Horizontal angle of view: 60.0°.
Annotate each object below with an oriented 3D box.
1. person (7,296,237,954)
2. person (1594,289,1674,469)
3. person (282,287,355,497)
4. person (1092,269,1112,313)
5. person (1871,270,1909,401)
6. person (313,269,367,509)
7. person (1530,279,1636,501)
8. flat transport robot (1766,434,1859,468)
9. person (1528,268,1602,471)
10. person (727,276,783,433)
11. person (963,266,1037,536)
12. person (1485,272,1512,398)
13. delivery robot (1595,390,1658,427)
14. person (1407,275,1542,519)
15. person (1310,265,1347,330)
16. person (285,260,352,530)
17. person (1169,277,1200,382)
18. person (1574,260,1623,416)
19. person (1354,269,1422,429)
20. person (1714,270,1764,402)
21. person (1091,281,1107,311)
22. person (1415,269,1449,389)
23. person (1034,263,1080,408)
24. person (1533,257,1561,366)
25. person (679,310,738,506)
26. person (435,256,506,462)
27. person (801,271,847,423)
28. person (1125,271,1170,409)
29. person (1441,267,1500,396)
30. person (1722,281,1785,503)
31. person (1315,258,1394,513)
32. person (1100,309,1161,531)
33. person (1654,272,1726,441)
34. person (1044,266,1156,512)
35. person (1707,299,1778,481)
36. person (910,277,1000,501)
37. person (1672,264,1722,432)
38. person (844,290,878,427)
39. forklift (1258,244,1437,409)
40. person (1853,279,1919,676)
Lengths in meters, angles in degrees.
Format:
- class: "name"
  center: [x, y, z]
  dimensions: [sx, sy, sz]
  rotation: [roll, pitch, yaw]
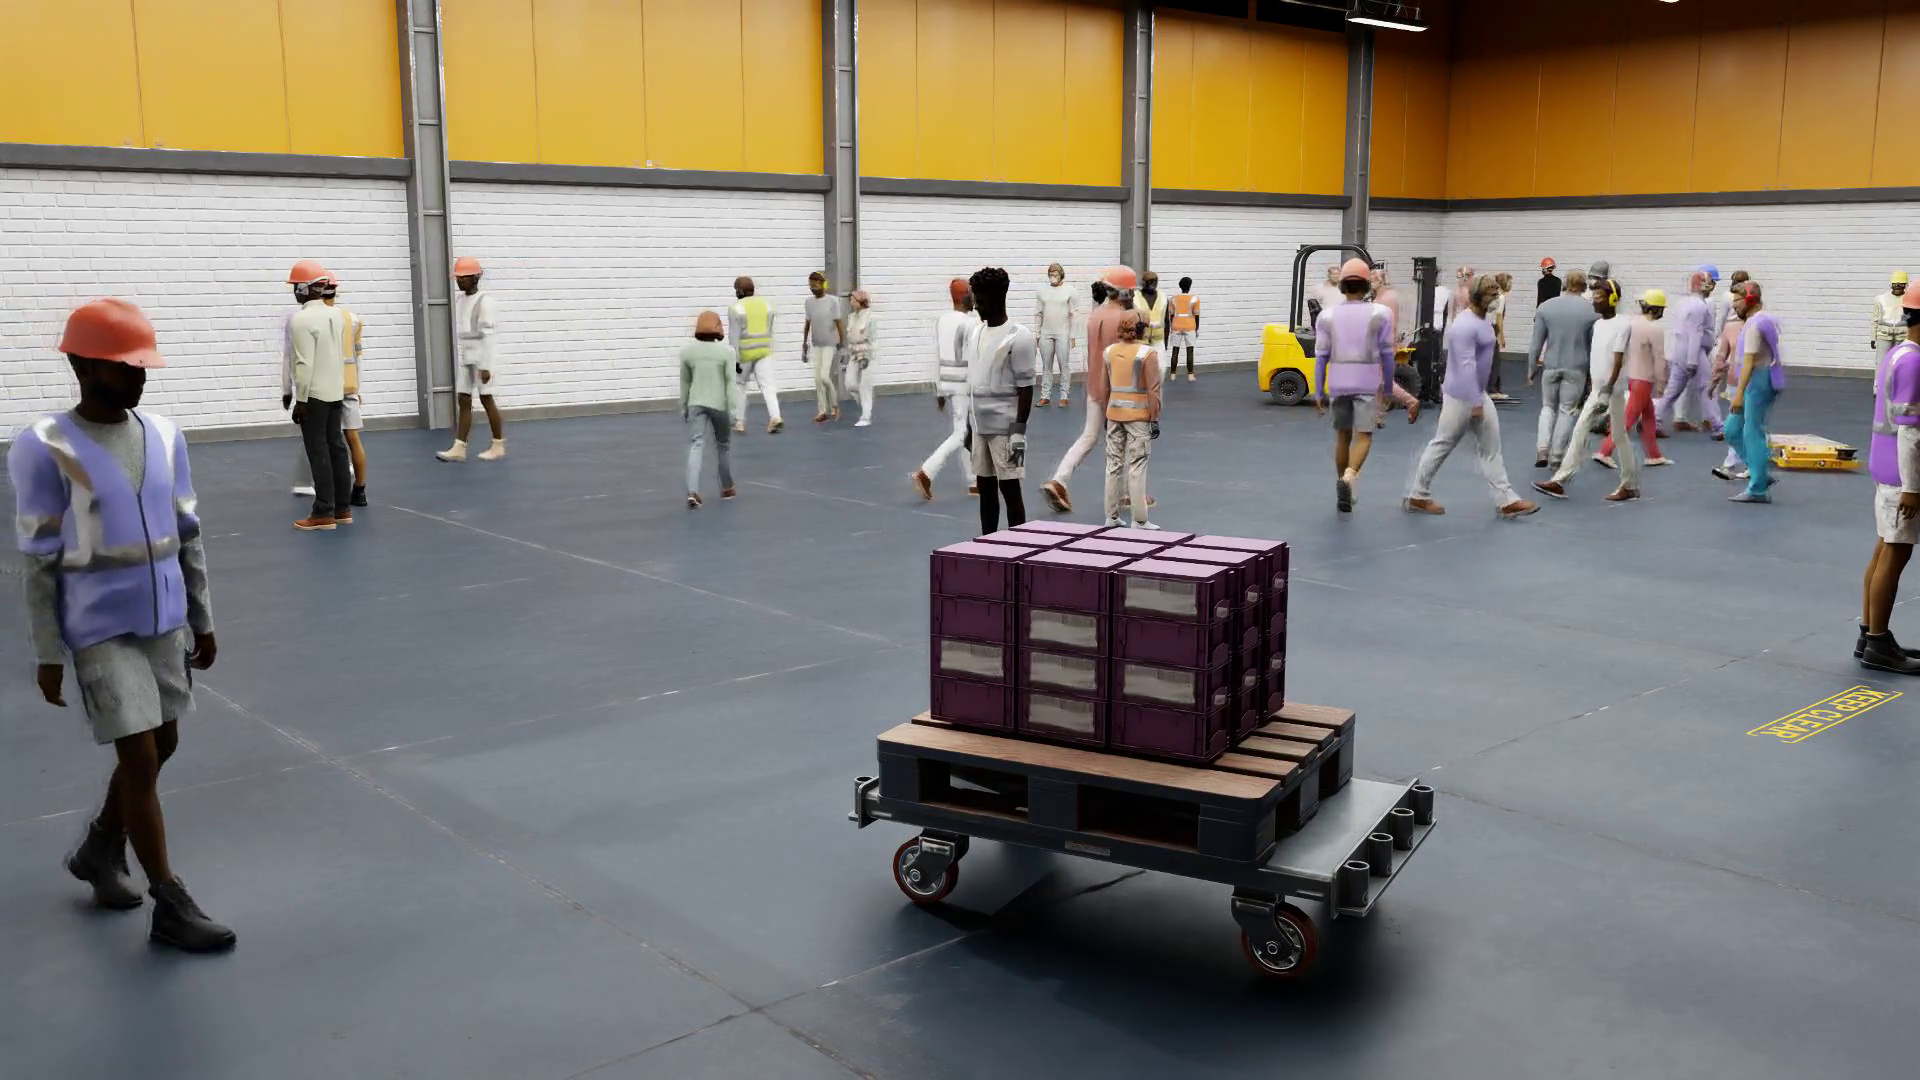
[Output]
- class: "person"
  center: [-2.493, 0.235, 4.950]
  dimensions: [0.799, 1.913, 0.556]
  rotation: [5, 11, 25]
- class: "person"
  center: [6.469, -1.531, 15.862]
  dimensions: [0.905, 1.716, 0.529]
  rotation: [-2, 10, -10]
- class: "person"
  center: [-5.443, -1.328, 14.229]
  dimensions: [0.581, 1.862, 1.030]
  rotation: [3, 10, 17]
- class: "person"
  center: [2.243, -3.259, 25.663]
  dimensions: [0.403, 1.820, 0.594]
  rotation: [-3, 10, -15]
- class: "person"
  center: [13.020, -2.837, 23.185]
  dimensions: [0.592, 1.826, 0.403]
  rotation: [6, 11, 31]
- class: "person"
  center: [-5.023, -1.198, 13.289]
  dimensions: [0.380, 1.927, 0.542]
  rotation: [6, 11, 32]
- class: "person"
  center: [5.210, -1.208, 13.650]
  dimensions: [0.932, 1.831, 0.515]
  rotation: [-3, 10, -14]
- class: "flat transport robot"
  center: [8.189, -0.884, 16.286]
  dimensions: [0.652, 0.197, 1.431]
  rotation: [1, 10, 8]
- class: "person"
  center: [5.707, -1.592, 15.659]
  dimensions: [0.643, 1.911, 0.441]
  rotation: [5, 11, 29]
- class: "person"
  center: [-2.360, -2.117, 19.059]
  dimensions: [0.630, 1.807, 0.917]
  rotation: [-7, 12, -36]
- class: "person"
  center: [0.216, -0.712, 10.347]
  dimensions: [0.381, 1.958, 0.603]
  rotation: [-7, 12, -34]
- class: "person"
  center: [7.381, -2.870, 23.441]
  dimensions: [0.721, 1.809, 0.519]
  rotation: [2, 10, 10]
- class: "delivery robot"
  center: [7.492, -1.489, 18.726]
  dimensions: [0.707, 0.478, 0.477]
  rotation: [0, 10, -2]
- class: "person"
  center: [3.947, -1.089, 12.807]
  dimensions: [1.050, 1.881, 0.643]
  rotation: [7, 12, 37]
- class: "person"
  center: [6.108, -3.604, 27.539]
  dimensions: [0.659, 1.880, 0.776]
  rotation: [-2, 10, -10]
- class: "person"
  center: [-4.776, -1.074, 12.358]
  dimensions: [0.384, 1.993, 0.622]
  rotation: [1, 10, 7]
- class: "person"
  center: [3.624, -3.400, 26.880]
  dimensions: [0.529, 1.690, 0.321]
  rotation: [4, 10, 21]
- class: "person"
  center: [8.099, -2.607, 21.205]
  dimensions: [0.885, 2.000, 0.737]
  rotation: [-5, 11, -28]
- class: "person"
  center: [5.016, -2.221, 19.423]
  dimensions: [0.663, 1.874, 0.697]
  rotation: [1, 10, 4]
- class: "person"
  center: [10.767, -2.841, 23.217]
  dimensions: [0.634, 1.812, 0.767]
  rotation: [-3, 10, -17]
- class: "person"
  center: [1.879, -2.596, 22.156]
  dimensions: [0.321, 1.693, 0.530]
  rotation: [0, 10, -2]
- class: "person"
  center: [7.251, -3.273, 25.635]
  dimensions: [0.612, 1.864, 1.023]
  rotation: [-2, 10, -14]
- class: "person"
  center: [1.285, -2.738, 22.289]
  dimensions: [0.627, 1.934, 0.372]
  rotation: [5, 11, 25]
- class: "person"
  center: [10.810, -4.200, 30.659]
  dimensions: [0.608, 1.996, 0.382]
  rotation: [-6, 12, -33]
- class: "person"
  center: [-2.064, -1.078, 13.586]
  dimensions: [0.507, 1.587, 0.855]
  rotation: [1, 10, 7]
- class: "person"
  center: [-4.805, -1.765, 16.362]
  dimensions: [0.638, 2.038, 0.597]
  rotation: [9, 13, 41]
- class: "person"
  center: [-1.660, -2.329, 20.161]
  dimensions: [0.593, 1.844, 0.429]
  rotation: [6, 11, 31]
- class: "person"
  center: [2.466, -2.608, 21.831]
  dimensions: [0.638, 1.826, 0.478]
  rotation: [-1, 10, -8]
- class: "person"
  center: [7.298, -2.946, 23.712]
  dimensions: [0.666, 1.875, 0.755]
  rotation: [-8, 13, -41]
- class: "person"
  center: [6.516, -1.210, 13.667]
  dimensions: [0.471, 1.819, 0.643]
  rotation: [4, 10, 22]
- class: "person"
  center: [3.080, -1.208, 13.107]
  dimensions: [0.614, 2.017, 0.860]
  rotation: [5, 11, 26]
- class: "person"
  center: [1.254, -0.876, 12.245]
  dimensions: [0.522, 1.638, 0.310]
  rotation: [9, 13, 43]
- class: "person"
  center: [8.085, -2.015, 18.326]
  dimensions: [1.013, 1.851, 0.648]
  rotation: [1, 10, 6]
- class: "person"
  center: [1.124, -1.181, 13.112]
  dimensions: [0.986, 1.952, 0.620]
  rotation: [-6, 12, -33]
- class: "person"
  center: [6.987, -1.388, 14.955]
  dimensions: [0.859, 1.723, 0.555]
  rotation: [-5, 11, -28]
- class: "person"
  center: [-0.042, -1.239, 13.751]
  dimensions: [0.874, 1.856, 0.585]
  rotation: [-6, 12, -33]
- class: "person"
  center: [8.552, -2.186, 19.064]
  dimensions: [0.691, 1.926, 0.609]
  rotation: [-2, 10, -9]
- class: "person"
  center: [-1.169, -2.150, 19.742]
  dimensions: [0.510, 1.625, 0.375]
  rotation: [9, 13, 42]
- class: "forklift"
  center: [5.256, -2.933, 22.661]
  dimensions: [2.313, 2.155, 1.214]
  rotation: [3, 10, 16]
- class: "person"
  center: [4.645, -0.319, 8.113]
  dimensions: [0.371, 1.933, 0.552]
  rotation: [4, 11, 24]
